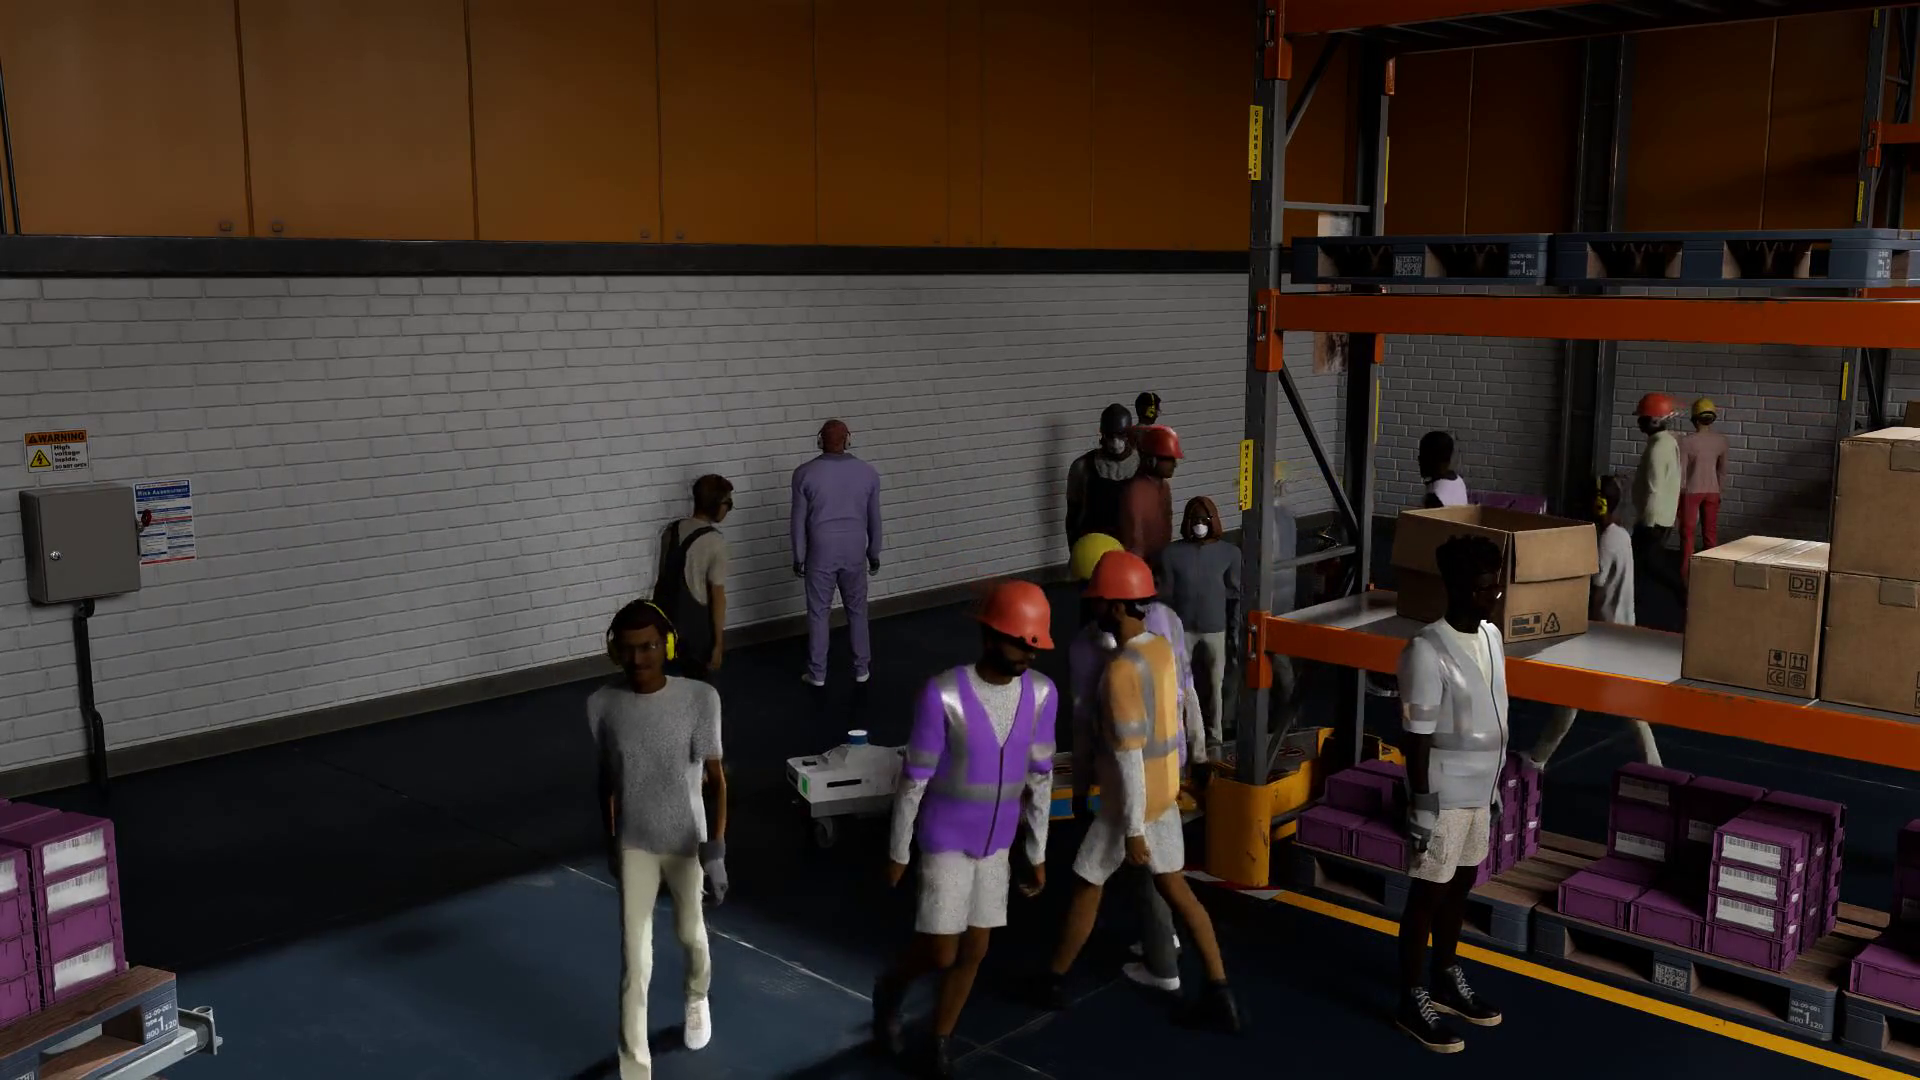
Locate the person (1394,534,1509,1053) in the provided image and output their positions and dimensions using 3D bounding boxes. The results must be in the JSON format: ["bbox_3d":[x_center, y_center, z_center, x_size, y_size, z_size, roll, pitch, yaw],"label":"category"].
[{"bbox_3d":[1.892,0.943,6.356,0.361,1.964,0.614,9,13,43],"label":"person"}]

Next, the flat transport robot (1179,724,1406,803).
[{"bbox_3d":[1.912,1.282,9.463,1.431,0.197,0.652,-5,10,-28],"label":"flat transport robot"}]

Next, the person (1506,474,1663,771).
[{"bbox_3d":[3.560,0.534,9.357,0.981,1.803,0.538,5,10,26],"label":"person"}]

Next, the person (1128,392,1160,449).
[{"bbox_3d":[1.640,-0.382,14.812,0.328,1.861,0.518,-6,11,-31],"label":"person"}]

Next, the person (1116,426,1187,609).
[{"bbox_3d":[1.188,0.256,10.569,0.552,1.966,0.694,5,11,29],"label":"person"}]

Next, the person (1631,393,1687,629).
[{"bbox_3d":[5.572,-0.183,13.223,0.663,1.979,0.629,6,11,34],"label":"person"}]

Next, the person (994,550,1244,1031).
[{"bbox_3d":[0.668,0.972,6.461,1.027,1.879,0.559,5,10,27],"label":"person"}]

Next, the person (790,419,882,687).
[{"bbox_3d":[-0.880,0.090,11.841,0.662,1.895,0.407,-3,10,-19],"label":"person"}]

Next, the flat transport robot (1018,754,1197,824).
[{"bbox_3d":[0.502,1.349,9.050,1.431,0.197,0.652,-3,10,-15],"label":"flat transport robot"}]

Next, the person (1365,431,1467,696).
[{"bbox_3d":[3.217,0.189,11.292,1.008,1.868,0.591,6,11,34],"label":"person"}]

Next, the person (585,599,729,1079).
[{"bbox_3d":[-1.071,1.084,5.972,0.502,1.823,0.992,-1,9,-5],"label":"person"}]

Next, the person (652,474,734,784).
[{"bbox_3d":[-1.579,0.543,9.292,0.559,1.808,0.715,7,12,37],"label":"person"}]

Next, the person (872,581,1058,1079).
[{"bbox_3d":[0.037,1.051,5.919,0.578,1.887,0.688,-6,11,-33],"label":"person"}]

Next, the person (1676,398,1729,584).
[{"bbox_3d":[6.809,-0.425,15.358,0.530,1.768,0.312,-1,9,-8],"label":"person"}]

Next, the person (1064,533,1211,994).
[{"bbox_3d":[0.706,0.912,6.840,0.621,1.875,0.621,-9,13,-44],"label":"person"}]

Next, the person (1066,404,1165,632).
[{"bbox_3d":[1.075,0.072,11.468,0.689,2.000,0.538,0,9,1],"label":"person"}]

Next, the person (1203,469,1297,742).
[{"bbox_3d":[1.761,0.383,10.284,0.781,1.800,0.615,7,11,35],"label":"person"}]

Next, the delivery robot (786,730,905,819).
[{"bbox_3d":[-0.533,1.230,8.626,0.707,0.478,0.477,-4,10,-20],"label":"delivery robot"}]

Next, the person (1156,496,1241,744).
[{"bbox_3d":[1.401,0.550,9.787,0.504,1.633,0.279,1,9,5],"label":"person"}]
